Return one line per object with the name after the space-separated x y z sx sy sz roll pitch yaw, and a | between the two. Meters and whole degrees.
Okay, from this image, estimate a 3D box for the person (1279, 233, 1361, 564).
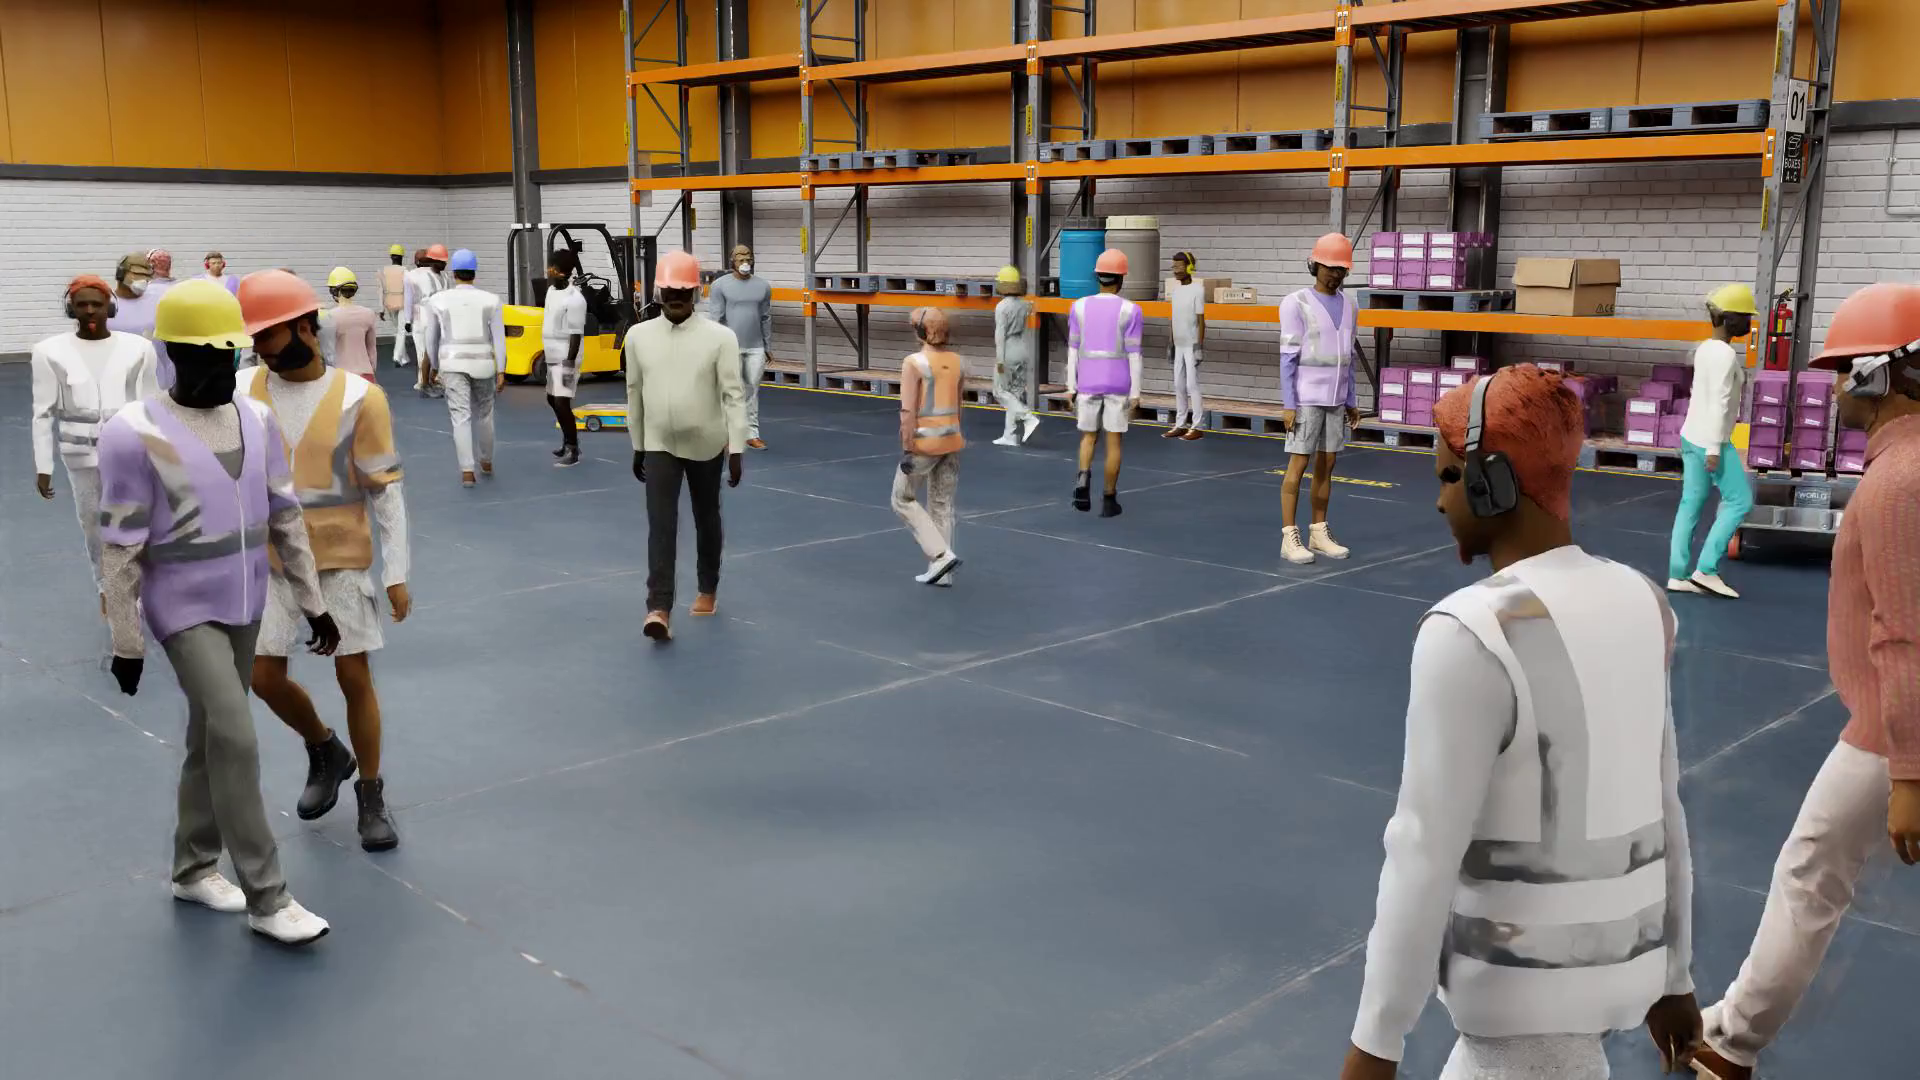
2.252 -0.873 10.326 0.605 2.034 0.392 -6 12 -31 | person

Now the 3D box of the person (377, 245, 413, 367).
-8.693 -3.628 25.768 0.603 1.886 0.975 0 10 -2 | person

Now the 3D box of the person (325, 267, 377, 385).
-4.948 -1.316 13.473 0.313 1.769 0.523 6 12 30 | person

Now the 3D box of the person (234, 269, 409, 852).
-2.121 0.070 5.500 0.623 1.912 0.421 -1 10 -7 | person

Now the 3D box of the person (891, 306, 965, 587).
-0.174 -0.522 9.516 0.370 1.623 0.534 9 13 39 | person

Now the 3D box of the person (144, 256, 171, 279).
-8.114 -1.987 16.912 1.002 1.853 0.579 7 13 35 | person

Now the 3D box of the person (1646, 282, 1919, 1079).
2.104 0.415 3.620 0.679 1.927 1.046 -9 14 -41 | person

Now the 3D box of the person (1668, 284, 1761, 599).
4.243 -0.541 9.275 0.504 1.743 0.548 2 11 10 | person

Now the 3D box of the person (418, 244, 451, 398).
-6.413 -2.697 20.609 0.652 1.921 0.563 3 11 15 | person

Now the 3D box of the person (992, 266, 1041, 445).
0.543 -1.748 15.914 0.516 1.733 0.483 7 13 35 | person

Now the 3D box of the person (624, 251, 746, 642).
-1.399 -0.485 8.459 0.634 1.933 1.080 0 10 2 | person

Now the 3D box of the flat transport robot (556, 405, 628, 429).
-3.431 -1.292 17.421 1.431 0.197 0.652 1 10 5 | flat transport robot

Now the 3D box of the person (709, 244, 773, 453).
-2.036 -1.791 15.586 0.630 1.938 0.366 -6 12 -31 | person

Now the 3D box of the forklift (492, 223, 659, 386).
-5.316 -3.263 22.920 2.313 2.155 1.214 -10 14 -44 | forklift

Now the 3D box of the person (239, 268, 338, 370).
-4.802 -1.039 11.913 0.626 1.795 0.975 0 10 -2 | person

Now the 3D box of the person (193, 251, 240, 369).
-9.243 -2.681 20.745 0.570 1.826 0.447 -7 13 -35 | person

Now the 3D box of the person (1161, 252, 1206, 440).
2.243 -1.918 16.529 0.329 1.856 0.541 -6 12 -29 | person

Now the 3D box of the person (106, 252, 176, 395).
-5.626 -1.006 11.418 0.641 1.899 0.769 -6 12 -29 | person

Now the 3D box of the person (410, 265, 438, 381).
-7.434 -3.095 23.205 0.540 1.753 0.498 -3 11 -13 | person

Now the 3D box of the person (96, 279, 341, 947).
-2.063 0.211 4.804 0.839 1.896 0.590 3 11 18 | person

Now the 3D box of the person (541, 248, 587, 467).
-3.492 -1.602 14.656 0.409 1.915 0.792 -7 12 -33 | person

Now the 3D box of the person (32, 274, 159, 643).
-4.386 -0.432 8.498 0.586 1.837 1.007 -5 12 -26 | person

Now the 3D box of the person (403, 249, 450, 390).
-7.027 -2.901 21.908 0.625 1.843 0.430 -9 14 -40 | person

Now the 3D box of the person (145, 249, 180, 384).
-6.686 -1.479 13.977 0.407 1.908 0.641 3 11 15 | person

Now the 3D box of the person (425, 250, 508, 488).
-4.039 -1.413 13.624 0.619 1.895 0.977 -4 11 -19 | person

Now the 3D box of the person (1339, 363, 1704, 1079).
0.908 0.671 2.441 0.640 1.846 0.975 -9 14 -42 | person

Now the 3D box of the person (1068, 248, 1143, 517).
1.030 -1.106 11.876 0.561 1.925 0.509 4 11 21 | person
